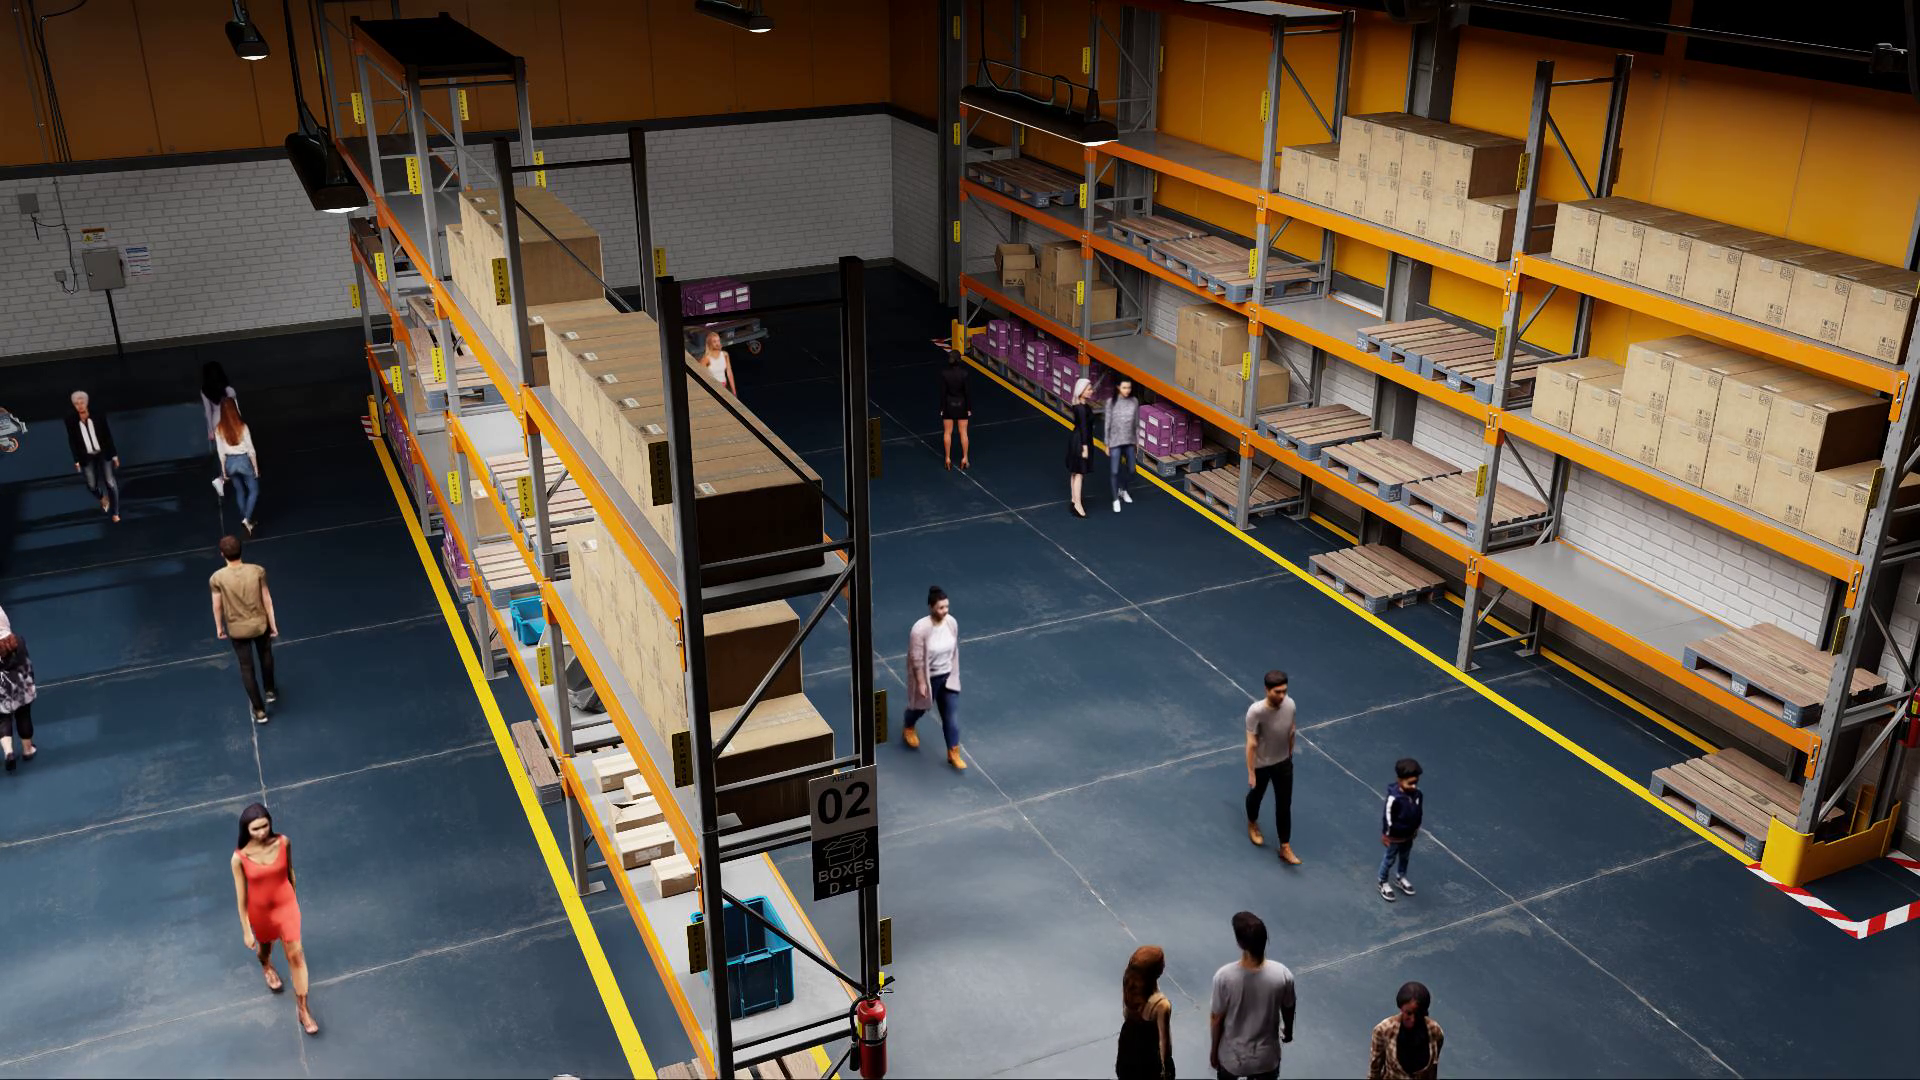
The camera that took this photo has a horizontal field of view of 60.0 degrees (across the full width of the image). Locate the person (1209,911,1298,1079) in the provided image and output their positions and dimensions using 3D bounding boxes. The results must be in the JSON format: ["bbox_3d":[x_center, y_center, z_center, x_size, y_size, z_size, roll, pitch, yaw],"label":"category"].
[{"bbox_3d":[1.784,3.193,10.264,0.923,1.868,0.997,3,24,7],"label":"person"}]

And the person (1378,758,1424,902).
[{"bbox_3d":[3.496,2.269,13.184,0.523,1.222,0.486,-9,25,-20],"label":"person"}]

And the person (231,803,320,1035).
[{"bbox_3d":[-4.929,2.618,11.815,0.805,1.680,1.200,-18,30,-36],"label":"person"}]

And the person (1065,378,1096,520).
[{"bbox_3d":[1.479,-1.135,20.318,0.739,1.747,0.624,-1,24,-3],"label":"person"}]

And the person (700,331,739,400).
[{"bbox_3d":[-3.293,-1.915,22.083,1.276,1.762,0.984,18,29,36],"label":"person"}]

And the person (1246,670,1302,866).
[{"bbox_3d":[2.518,1.784,13.717,0.750,1.685,1.014,-6,24,-13],"label":"person"}]

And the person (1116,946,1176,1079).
[{"bbox_3d":[1.096,3.251,10.466,0.768,1.601,0.826,-18,30,-36],"label":"person"}]

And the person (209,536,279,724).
[{"bbox_3d":[-6.689,0.862,15.643,0.674,1.831,0.889,-11,26,-24],"label":"person"}]

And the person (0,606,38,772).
[{"bbox_3d":[-8.519,1.334,14.826,0.677,1.620,0.891,-8,25,-17],"label":"person"}]

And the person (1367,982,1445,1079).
[{"bbox_3d":[2.621,3.380,9.930,0.672,1.794,0.685,0,24,1],"label":"person"}]

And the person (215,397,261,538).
[{"bbox_3d":[-8.539,-0.835,19.672,0.772,1.713,1.012,-3,24,-7],"label":"person"}]

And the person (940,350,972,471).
[{"bbox_3d":[-0.056,-1.702,21.747,0.686,1.640,0.746,1,24,3],"label":"person"}]

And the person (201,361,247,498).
[{"bbox_3d":[-9.260,-1.360,20.880,0.986,1.709,1.116,4,24,10],"label":"person"}]

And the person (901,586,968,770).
[{"bbox_3d":[-0.301,1.200,15.025,0.735,1.708,1.107,-13,27,-28],"label":"person"}]

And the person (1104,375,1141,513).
[{"bbox_3d":[1.979,-1.219,20.530,0.700,1.730,0.740,-4,24,-10],"label":"person"}]

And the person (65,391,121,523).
[{"bbox_3d":[-10.465,-1.021,20.276,0.736,1.763,0.792,-9,25,-20],"label":"person"}]
